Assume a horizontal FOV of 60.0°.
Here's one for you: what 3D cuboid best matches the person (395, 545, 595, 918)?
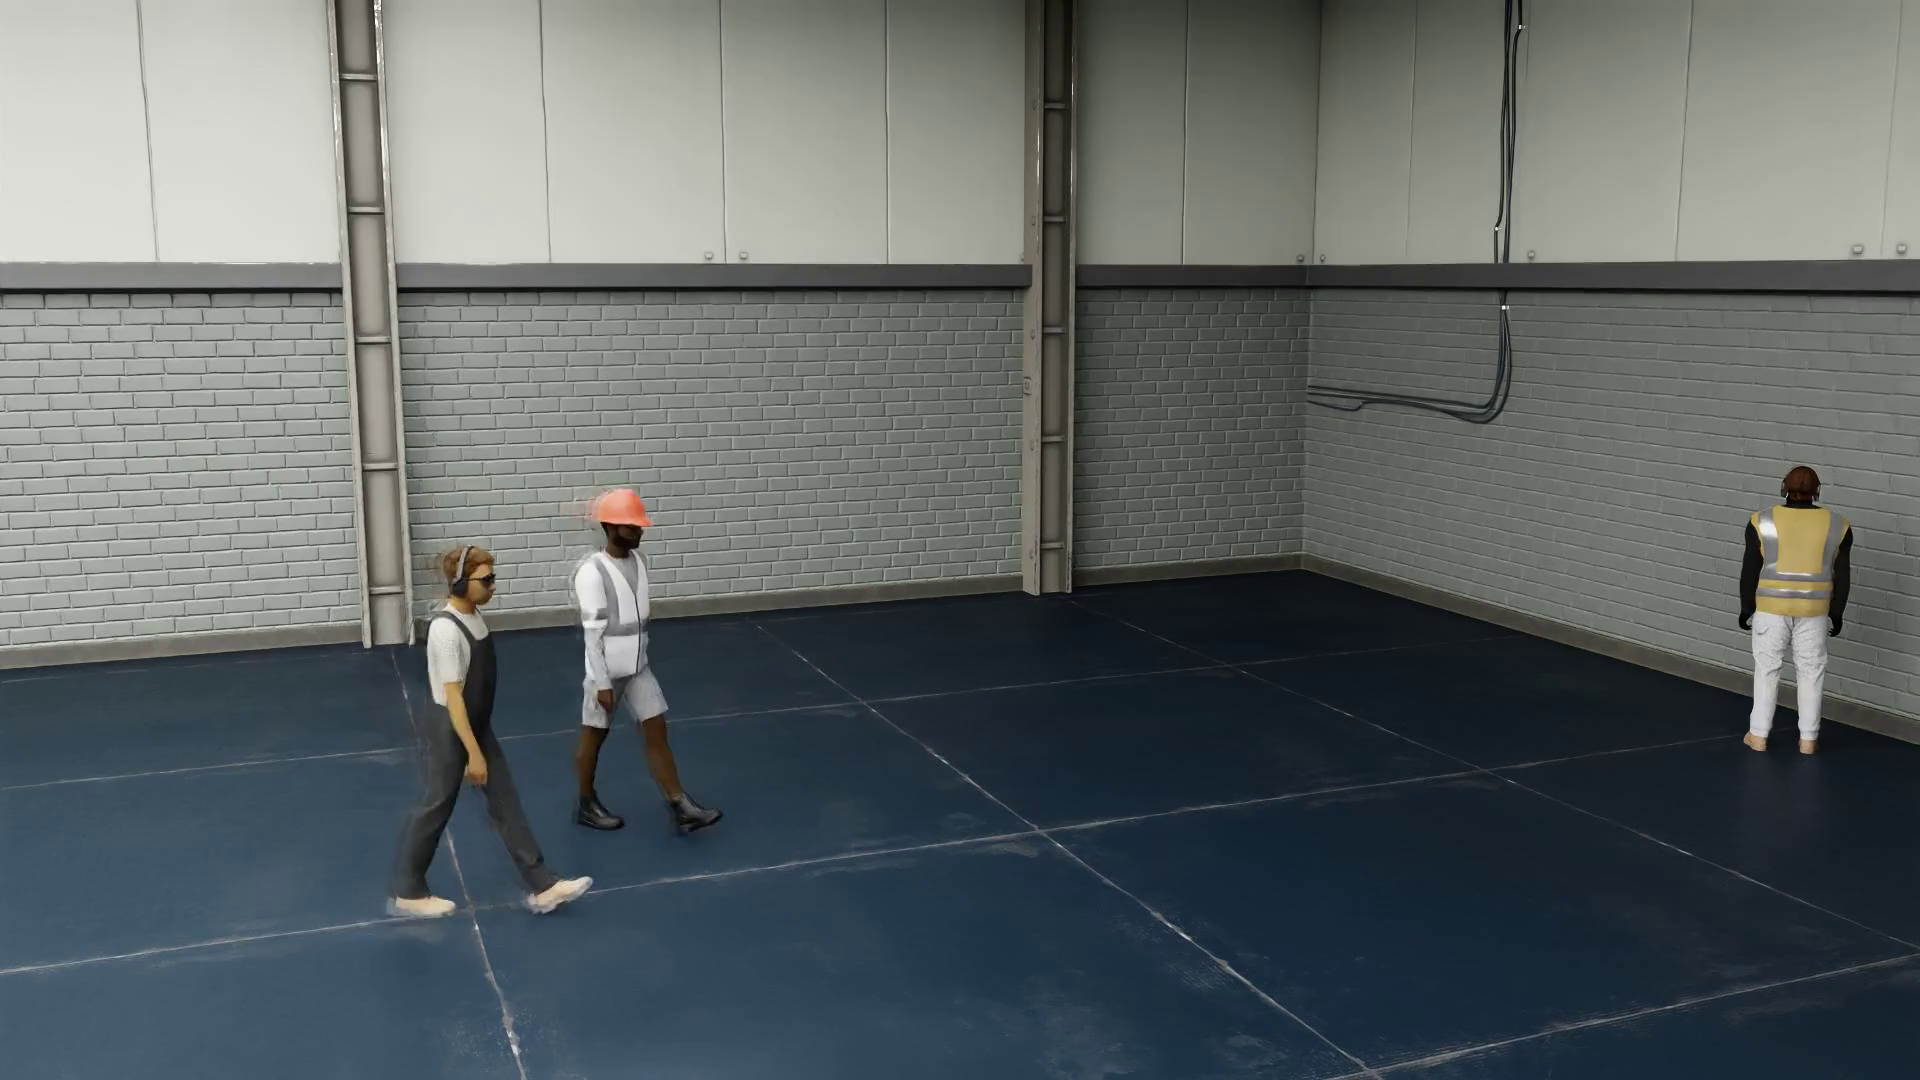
[{"bbox_3d":[-2.245,0.915,7.749,0.972,1.789,0.533,1,9,3],"label":"person"}]

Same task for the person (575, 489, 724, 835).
[{"bbox_3d":[-1.733,0.678,8.894,0.960,1.894,0.573,5,10,29],"label":"person"}]

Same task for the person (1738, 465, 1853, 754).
[{"bbox_3d":[5.283,0.441,10.571,0.634,1.842,0.429,3,9,16],"label":"person"}]
